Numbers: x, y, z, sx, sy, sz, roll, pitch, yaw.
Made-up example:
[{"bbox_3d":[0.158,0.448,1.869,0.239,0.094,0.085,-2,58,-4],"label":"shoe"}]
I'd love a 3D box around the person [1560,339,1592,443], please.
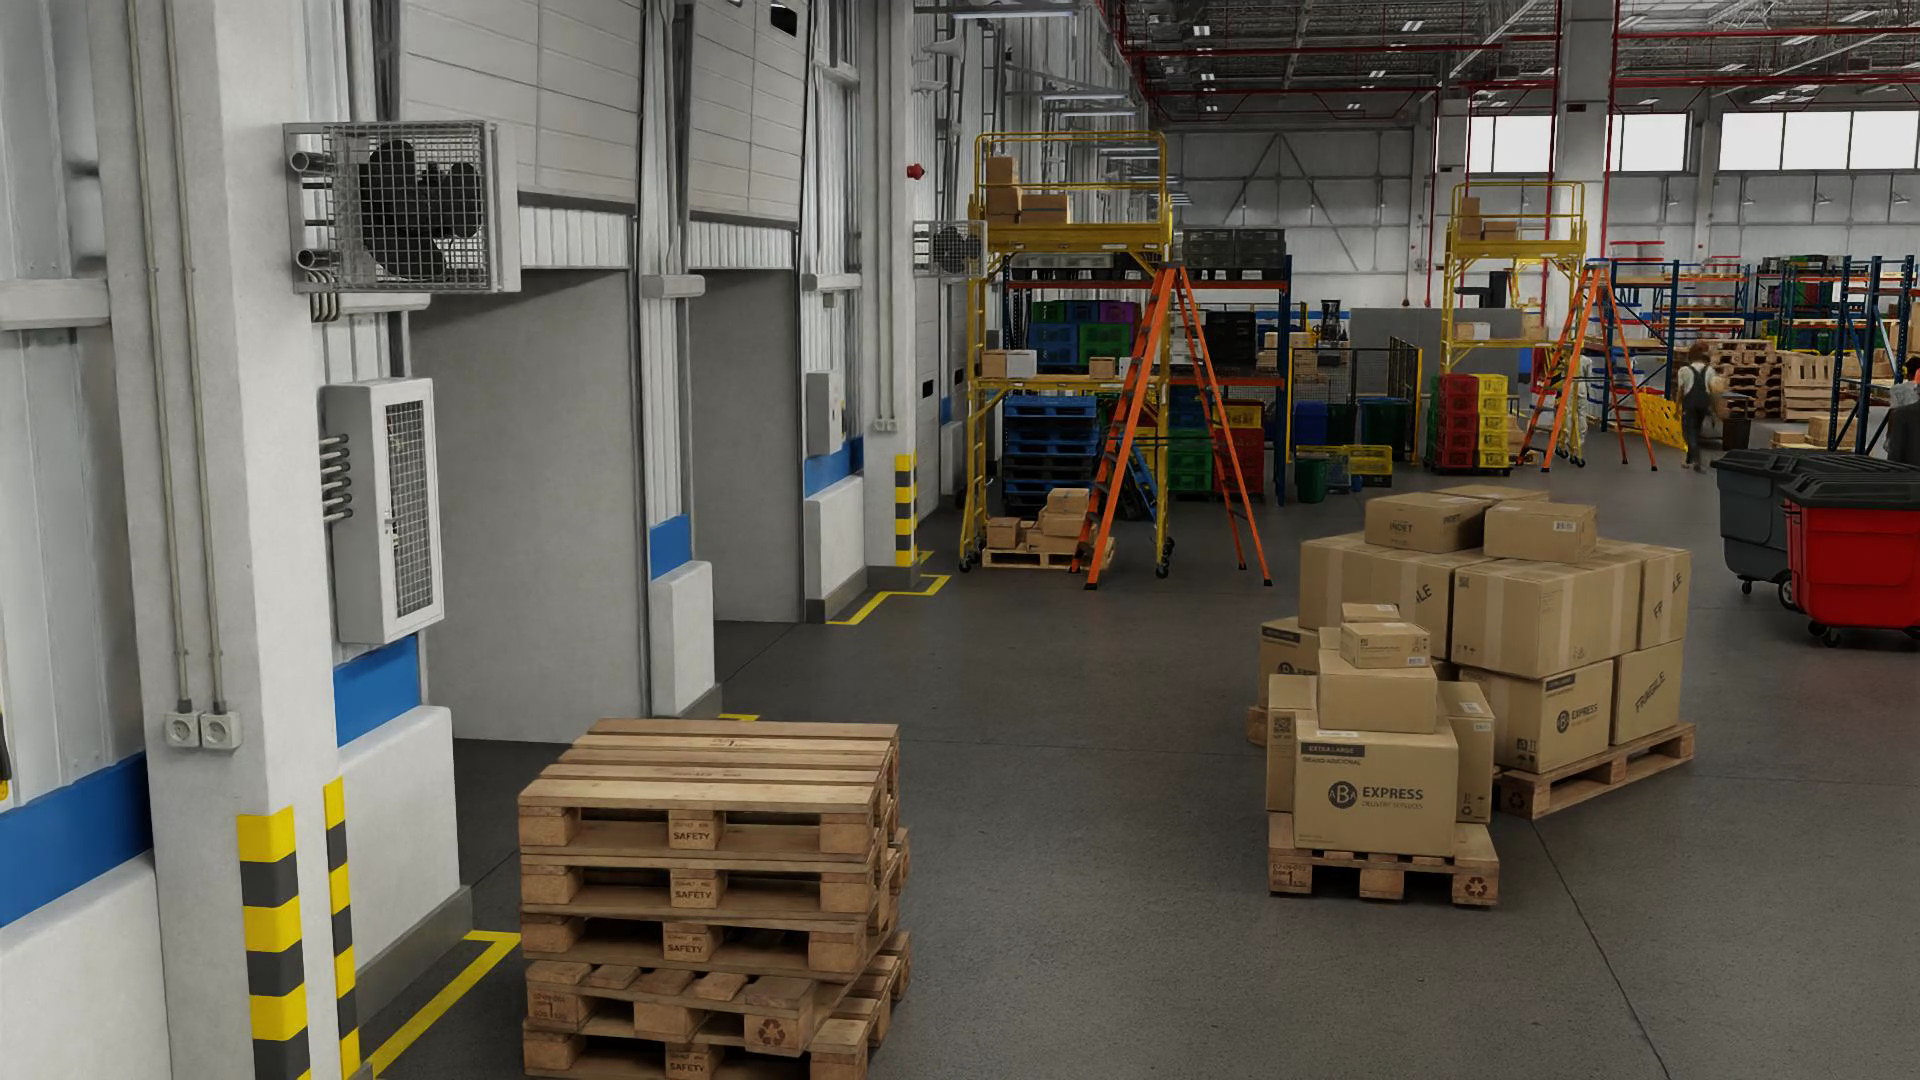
[{"bbox_3d":[10.160,-2.464,27.461,0.487,1.744,0.297,1,9,9],"label":"person"}]

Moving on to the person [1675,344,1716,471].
[{"bbox_3d":[10.453,-1.873,23.604,0.505,1.820,0.780,0,9,3],"label":"person"}]

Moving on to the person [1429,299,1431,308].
[{"bbox_3d":[15.732,-7.139,55.838,0.590,1.903,0.533,4,10,25],"label":"person"}]

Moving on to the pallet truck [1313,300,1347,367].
[{"bbox_3d":[11.159,-6.200,49.718,0.823,1.965,1.885,4,10,26],"label":"pallet truck"}]

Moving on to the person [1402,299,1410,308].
[{"bbox_3d":[14.309,-6.776,53.457,0.630,1.940,0.372,1,9,9],"label":"person"}]

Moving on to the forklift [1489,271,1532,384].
[{"bbox_3d":[13.422,-5.322,41.591,1.873,2.768,1.129,1,9,9],"label":"forklift"}]

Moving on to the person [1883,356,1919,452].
[{"bbox_3d":[10.956,-1.191,19.219,0.514,1.872,0.328,1,9,9],"label":"person"}]

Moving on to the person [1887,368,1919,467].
[{"bbox_3d":[8.800,-0.606,15.218,0.612,1.997,0.375,1,9,9],"label":"person"}]

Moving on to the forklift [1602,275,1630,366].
[{"bbox_3d":[17.711,-6.087,46.308,1.873,2.768,1.129,-3,10,-17],"label":"forklift"}]
